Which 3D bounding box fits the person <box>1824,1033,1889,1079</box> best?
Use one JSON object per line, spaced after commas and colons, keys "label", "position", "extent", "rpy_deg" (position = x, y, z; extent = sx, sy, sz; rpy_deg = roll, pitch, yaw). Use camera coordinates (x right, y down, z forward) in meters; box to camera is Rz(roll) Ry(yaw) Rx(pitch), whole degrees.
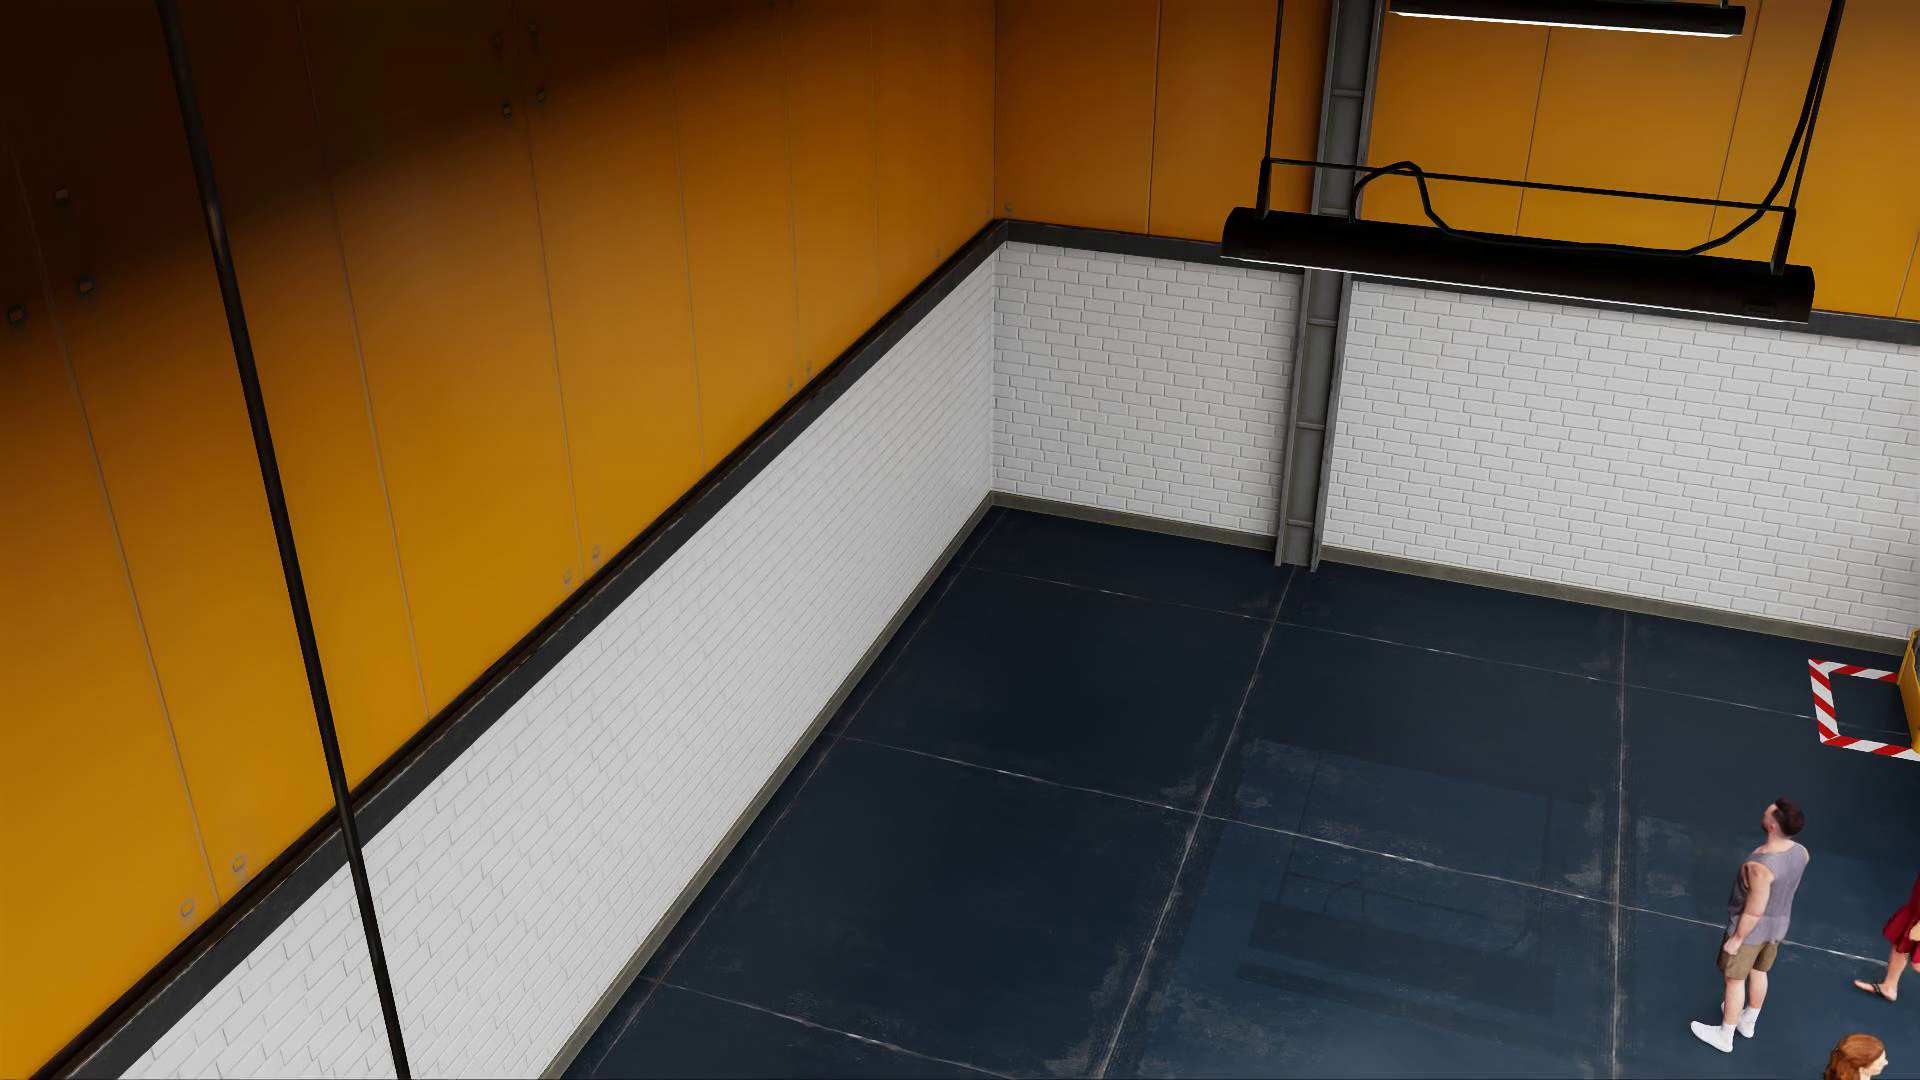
{"label": "person", "position": [4.583, 3.233, 8.895], "extent": [0.869, 1.611, 0.637], "rpy_deg": [6, 29, 11]}

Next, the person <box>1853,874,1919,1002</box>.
{"label": "person", "position": [6.212, 2.403, 10.503], "extent": [0.946, 1.528, 0.629], "rpy_deg": [16, 33, 27]}

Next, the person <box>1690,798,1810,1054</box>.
{"label": "person", "position": [4.906, 2.364, 10.230], "extent": [0.717, 1.845, 0.768], "rpy_deg": [-16, 32, -26]}
